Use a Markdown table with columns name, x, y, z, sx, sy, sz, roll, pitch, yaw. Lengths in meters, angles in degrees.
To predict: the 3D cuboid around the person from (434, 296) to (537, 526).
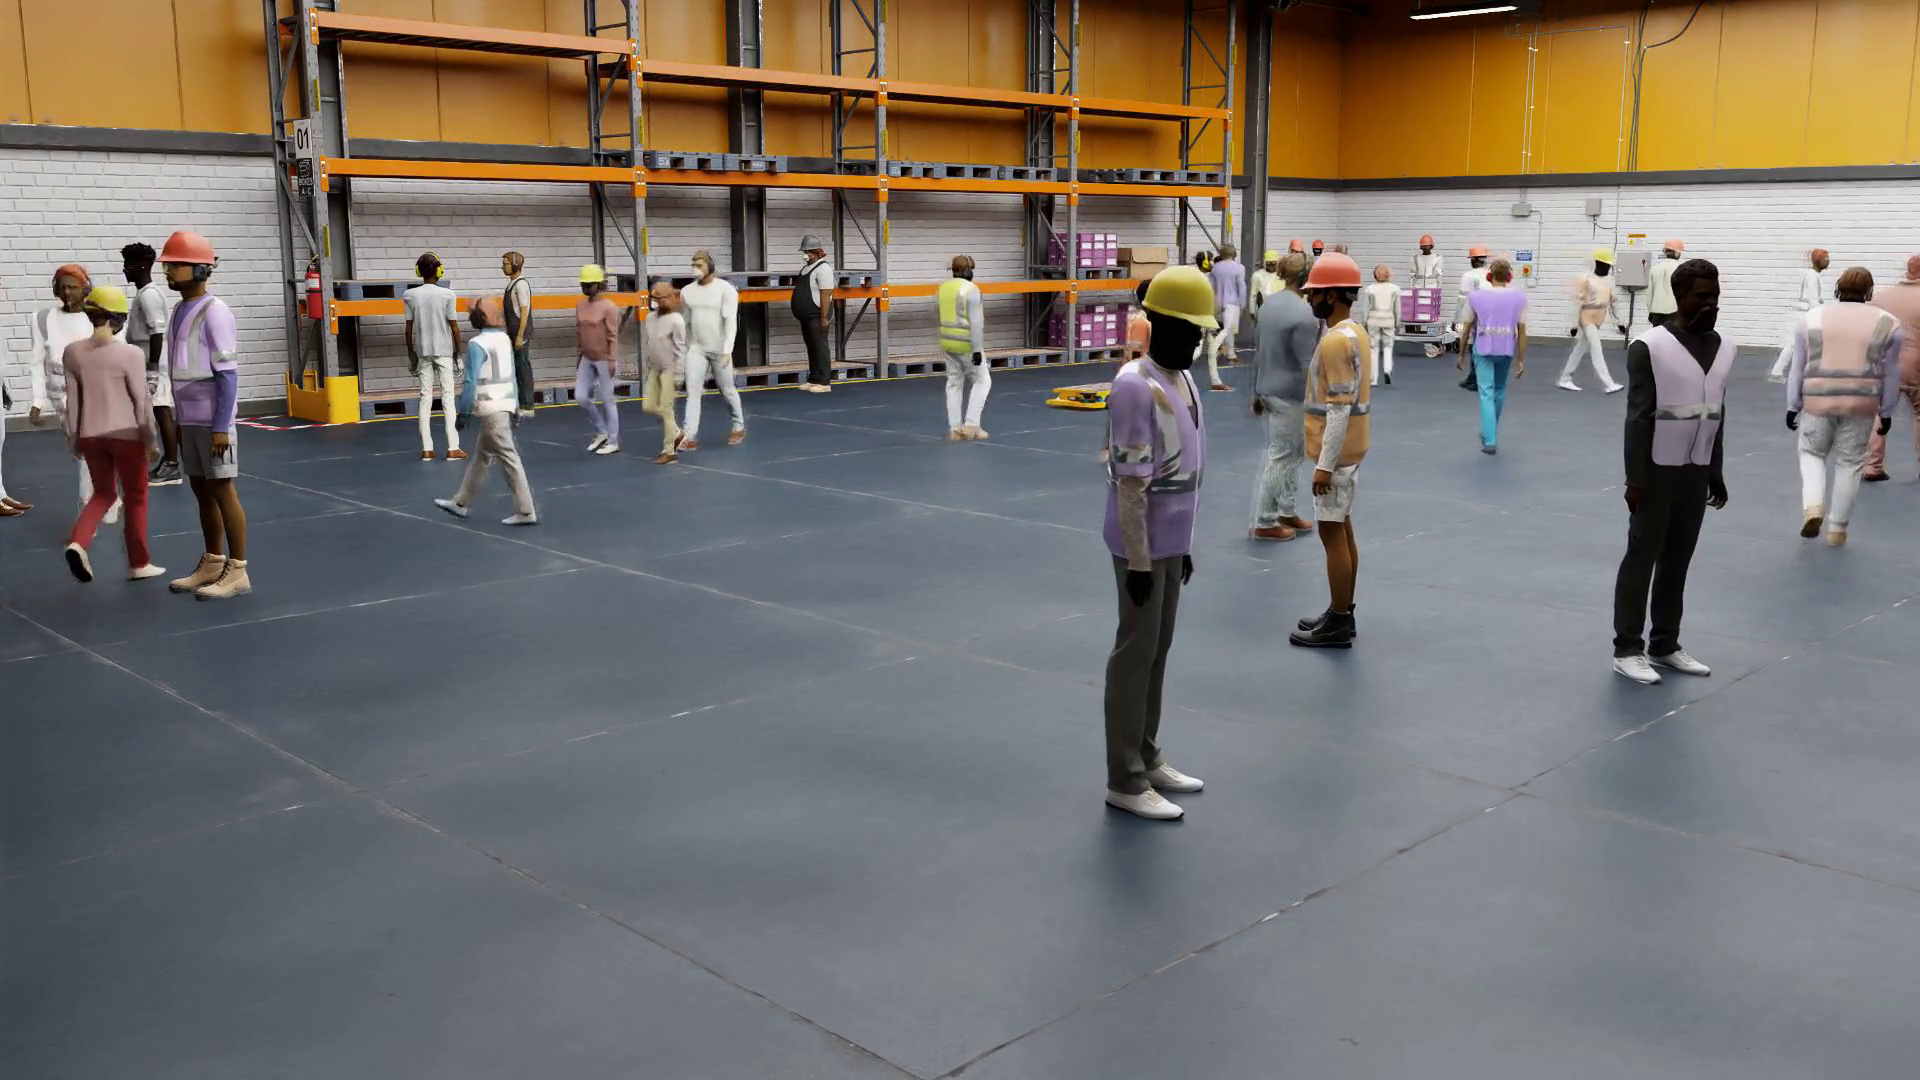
| name | x | y | z | sx | sy | sz | roll | pitch | yaw |
| --- | --- | --- | --- | --- | --- | --- | --- | --- | --- |
| person | -3.347 | -0.893 | 11.597 | 0.836 | 1.592 | 0.544 | 2 | 11 | 9 |

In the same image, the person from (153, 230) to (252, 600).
| name | x | y | z | sx | sy | sz | roll | pitch | yaw |
| --- | --- | --- | --- | --- | --- | --- | --- | --- | --- |
| person | -4.241 | -0.690 | 9.288 | 0.608 | 2.048 | 0.368 | 9 | 14 | 41 |

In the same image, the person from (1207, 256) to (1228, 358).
| name | x | y | z | sx | sy | sz | roll | pitch | yaw |
| --- | --- | --- | --- | --- | --- | --- | --- | --- | --- |
| person | 4.262 | -3.830 | 27.391 | 0.542 | 1.680 | 0.365 | 9 | 13 | 39 |

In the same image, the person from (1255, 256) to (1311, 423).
| name | x | y | z | sx | sy | sz | roll | pitch | yaw |
| --- | --- | --- | --- | --- | --- | --- | --- | --- | --- |
| person | 3.526 | -2.170 | 18.072 | 0.634 | 1.787 | 0.966 | 3 | 11 | 14 |

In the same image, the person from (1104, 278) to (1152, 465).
| name | x | y | z | sx | sy | sz | roll | pitch | yaw |
| --- | --- | --- | --- | --- | --- | --- | --- | --- | --- |
| person | 1.645 | -1.426 | 14.368 | 0.869 | 1.644 | 0.542 | 3 | 11 | 14 |

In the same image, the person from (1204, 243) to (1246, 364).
| name | x | y | z | sx | sy | sz | roll | pitch | yaw |
| --- | --- | --- | --- | --- | --- | --- | --- | --- | --- |
| person | 4.120 | -3.670 | 25.962 | 0.912 | 1.901 | 0.624 | -9 | 14 | -41 |

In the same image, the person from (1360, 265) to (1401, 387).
| name | x | y | z | sx | sy | sz | roll | pitch | yaw |
| --- | --- | --- | --- | --- | --- | --- | --- | --- | --- |
| person | 5.625 | -2.862 | 22.262 | 0.537 | 1.626 | 0.366 | 1 | 10 | 6 |

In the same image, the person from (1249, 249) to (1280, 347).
| name | x | y | z | sx | sy | sz | roll | pitch | yaw |
| --- | --- | --- | --- | --- | --- | --- | --- | --- | --- |
| person | 4.772 | -3.578 | 25.692 | 0.598 | 1.814 | 0.657 | 1 | 10 | 4 |

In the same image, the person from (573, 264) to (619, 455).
| name | x | y | z | sx | sy | sz | roll | pitch | yaw |
| --- | --- | --- | --- | --- | --- | --- | --- | --- | --- |
| person | -3.344 | -1.658 | 15.326 | 0.570 | 1.753 | 0.414 | 7 | 13 | 34 |

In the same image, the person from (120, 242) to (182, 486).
| name | x | y | z | sx | sy | sz | roll | pitch | yaw |
| --- | --- | --- | --- | --- | --- | --- | --- | --- | --- |
| person | -6.557 | -1.424 | 13.512 | 0.371 | 1.966 | 0.608 | -5 | 11 | -24 |

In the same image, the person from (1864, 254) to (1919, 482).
| name | x | y | z | sx | sy | sz | roll | pitch | yaw |
| --- | --- | --- | --- | --- | --- | --- | --- | --- | --- |
| person | 7.875 | -1.417 | 13.735 | 0.929 | 1.866 | 0.649 | -6 | 12 | -30 |

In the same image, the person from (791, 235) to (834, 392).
| name | x | y | z | sx | sy | sz | roll | pitch | yaw |
| --- | --- | --- | --- | --- | --- | --- | --- | --- | --- |
| person | -1.924 | -2.937 | 21.560 | 0.535 | 2.000 | 0.681 | -5 | 11 | -25 |

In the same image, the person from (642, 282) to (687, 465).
| name | x | y | z | sx | sy | sz | roll | pitch | yaw |
| --- | --- | --- | --- | --- | --- | --- | --- | --- | --- |
| person | -2.594 | -1.472 | 14.701 | 0.520 | 1.615 | 0.390 | 9 | 14 | 40 |

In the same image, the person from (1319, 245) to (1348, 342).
| name | x | y | z | sx | sy | sz | roll | pitch | yaw |
| --- | --- | --- | --- | --- | --- | --- | --- | --- | --- |
| person | 6.567 | -4.203 | 28.996 | 0.952 | 1.848 | 0.686 | -9 | 14 | -39 |

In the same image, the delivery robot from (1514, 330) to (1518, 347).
| name | x | y | z | sx | sy | sz | roll | pitch | yaw |
| --- | --- | --- | --- | --- | --- | --- | --- | --- | --- |
| delivery robot | 9.130 | -3.473 | 28.281 | 0.707 | 0.478 | 0.477 | 4 | 11 | 22 |

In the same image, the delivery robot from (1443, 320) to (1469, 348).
| name | x | y | z | sx | sy | sz | roll | pitch | yaw |
| --- | --- | --- | --- | --- | --- | --- | --- | --- | --- |
| delivery robot | 8.610 | -3.570 | 28.809 | 0.477 | 0.478 | 0.707 | -7 | 12 | -34 |

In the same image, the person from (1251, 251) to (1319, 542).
| name | x | y | z | sx | sy | sz | roll | pitch | yaw |
| --- | --- | --- | --- | --- | --- | --- | --- | --- | --- |
| person | 2.237 | -0.930 | 10.962 | 0.675 | 1.913 | 0.646 | -3 | 11 | -15 |

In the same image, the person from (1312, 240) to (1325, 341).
| name | x | y | z | sx | sy | sz | roll | pitch | yaw |
| --- | --- | --- | --- | --- | --- | --- | --- | --- | --- |
| person | 6.779 | -4.738 | 31.663 | 0.551 | 1.935 | 0.375 | 2 | 11 | 13 |

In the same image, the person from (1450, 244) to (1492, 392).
| name | x | y | z | sx | sy | sz | roll | pitch | yaw |
| --- | --- | --- | --- | --- | --- | --- | --- | --- | --- |
| person | 6.672 | -2.896 | 21.705 | 0.556 | 1.908 | 0.764 | -5 | 12 | -27 |

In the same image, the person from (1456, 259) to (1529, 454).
| name | x | y | z | sx | sy | sz | roll | pitch | yaw |
| --- | --- | --- | --- | --- | --- | --- | --- | --- | --- |
| person | 5.017 | -1.736 | 15.684 | 0.569 | 1.794 | 0.974 | 0 | 10 | 0 |

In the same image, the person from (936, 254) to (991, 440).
| name | x | y | z | sx | sy | sz | roll | pitch | yaw |
| --- | --- | --- | --- | --- | --- | --- | --- | --- | --- |
| person | 0.053 | -1.892 | 16.423 | 0.525 | 1.830 | 0.662 | -8 | 13 | -38 |

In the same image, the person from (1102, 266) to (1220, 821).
| name | x | y | z | sx | sy | sz | roll | pitch | yaw |
| --- | --- | --- | --- | --- | --- | --- | --- | --- | --- |
| person | 0.709 | 0.004 | 5.859 | 0.392 | 1.917 | 0.589 | 5 | 11 | 24 |

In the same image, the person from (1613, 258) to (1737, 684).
| name | x | y | z | sx | sy | sz | roll | pitch | yaw |
| --- | --- | --- | --- | --- | --- | --- | --- | --- | --- |
| person | 3.260 | -0.317 | 7.607 | 0.590 | 1.919 | 0.394 | -5 | 11 | -25 |

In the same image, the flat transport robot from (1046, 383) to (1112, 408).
| name | x | y | z | sx | sy | sz | roll | pitch | yaw |
| --- | --- | --- | --- | --- | --- | --- | --- | --- | --- |
| flat transport robot | 1.727 | -1.733 | 19.820 | 0.652 | 0.197 | 1.431 | 9 | 14 | 42 |

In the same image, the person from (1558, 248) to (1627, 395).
| name | x | y | z | sx | sy | sz | roll | pitch | yaw |
| --- | --- | --- | --- | --- | --- | --- | --- | --- | --- |
| person | 8.138 | -2.799 | 21.311 | 0.612 | 1.858 | 1.026 | -7 | 13 | -34 |

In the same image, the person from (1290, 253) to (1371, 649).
| name | x | y | z | sx | sy | sz | roll | pitch | yaw |
| --- | --- | --- | --- | --- | --- | --- | --- | --- | --- |
| person | 1.818 | -0.434 | 8.192 | 0.365 | 1.935 | 0.552 | 4 | 11 | 21 |

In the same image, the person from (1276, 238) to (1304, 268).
| name | x | y | z | sx | sy | sz | roll | pitch | yaw |
| --- | --- | --- | --- | --- | --- | --- | --- | --- | --- |
| person | 5.360 | -3.853 | 26.739 | 0.665 | 1.963 | 0.741 | 0 | 10 | 2 |

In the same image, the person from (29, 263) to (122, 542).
| name | x | y | z | sx | sy | sz | roll | pitch | yaw |
| --- | --- | --- | --- | --- | --- | --- | --- | --- | --- |
| person | -5.949 | -0.955 | 11.319 | 0.567 | 1.847 | 0.988 | 0 | 10 | -2 |

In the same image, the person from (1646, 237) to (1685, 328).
| name | x | y | z | sx | sy | sz | roll | pitch | yaw |
| --- | --- | --- | --- | --- | --- | --- | --- | --- | --- |
| person | 9.790 | -3.171 | 22.968 | 0.401 | 1.990 | 0.622 | -7 | 12 | -32 |

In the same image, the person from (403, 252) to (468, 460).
| name | x | y | z | sx | sy | sz | roll | pitch | yaw |
| --- | --- | --- | --- | --- | --- | --- | --- | --- | --- |
| person | -4.725 | -1.640 | 14.983 | 0.514 | 1.862 | 0.328 | 0 | 10 | 1 |

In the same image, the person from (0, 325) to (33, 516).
| name | x | y | z | sx | sy | sz | roll | pitch | yaw |
| --- | --- | --- | --- | --- | --- | --- | --- | --- | --- |
| person | -7.012 | -1.105 | 12.045 | 0.328 | 1.869 | 0.510 | -3 | 11 | -16 |

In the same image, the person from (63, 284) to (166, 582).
| name | x | y | z | sx | sy | sz | roll | pitch | yaw |
| --- | --- | --- | --- | --- | --- | --- | --- | --- | --- |
| person | -4.900 | -0.594 | 9.572 | 0.536 | 1.743 | 0.597 | 2 | 11 | 11 |

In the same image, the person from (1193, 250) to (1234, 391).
| name | x | y | z | sx | sy | sz | roll | pitch | yaw |
| --- | --- | --- | --- | --- | --- | --- | --- | --- | --- |
| person | 3.095 | -2.818 | 21.476 | 0.895 | 1.838 | 0.532 | 1 | 10 | 5 |

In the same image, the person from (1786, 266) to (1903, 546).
| name | x | y | z | sx | sy | sz | roll | pitch | yaw |
| --- | --- | --- | --- | --- | --- | --- | --- | --- | --- |
| person | 5.746 | -0.864 | 10.840 | 0.647 | 1.824 | 0.444 | 6 | 12 | 28 |

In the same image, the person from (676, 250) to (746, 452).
| name | x | y | z | sx | sy | sz | roll | pitch | yaw |
| --- | --- | --- | --- | --- | --- | --- | --- | --- | --- |
| person | -2.365 | -1.801 | 15.809 | 0.635 | 1.894 | 1.034 | 4 | 11 | 19 |

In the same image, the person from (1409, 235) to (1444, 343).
| name | x | y | z | sx | sy | sz | roll | pitch | yaw |
| --- | --- | --- | --- | --- | --- | --- | --- | --- | --- |
| person | 8.724 | -4.693 | 31.171 | 0.613 | 2.033 | 0.411 | 5 | 12 | 25 |

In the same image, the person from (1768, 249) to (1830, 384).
| name | x | y | z | sx | sy | sz | roll | pitch | yaw |
| --- | --- | --- | --- | --- | --- | --- | --- | --- | --- |
| person | 11.564 | -3.019 | 22.596 | 0.993 | 1.837 | 0.579 | 7 | 13 | 35 |

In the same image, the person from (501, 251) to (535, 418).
| name | x | y | z | sx | sy | sz | roll | pitch | yaw |
| --- | --- | --- | --- | --- | --- | --- | --- | --- | --- |
| person | -4.938 | -2.285 | 18.540 | 0.345 | 1.846 | 0.508 | -5 | 12 | -26 |
